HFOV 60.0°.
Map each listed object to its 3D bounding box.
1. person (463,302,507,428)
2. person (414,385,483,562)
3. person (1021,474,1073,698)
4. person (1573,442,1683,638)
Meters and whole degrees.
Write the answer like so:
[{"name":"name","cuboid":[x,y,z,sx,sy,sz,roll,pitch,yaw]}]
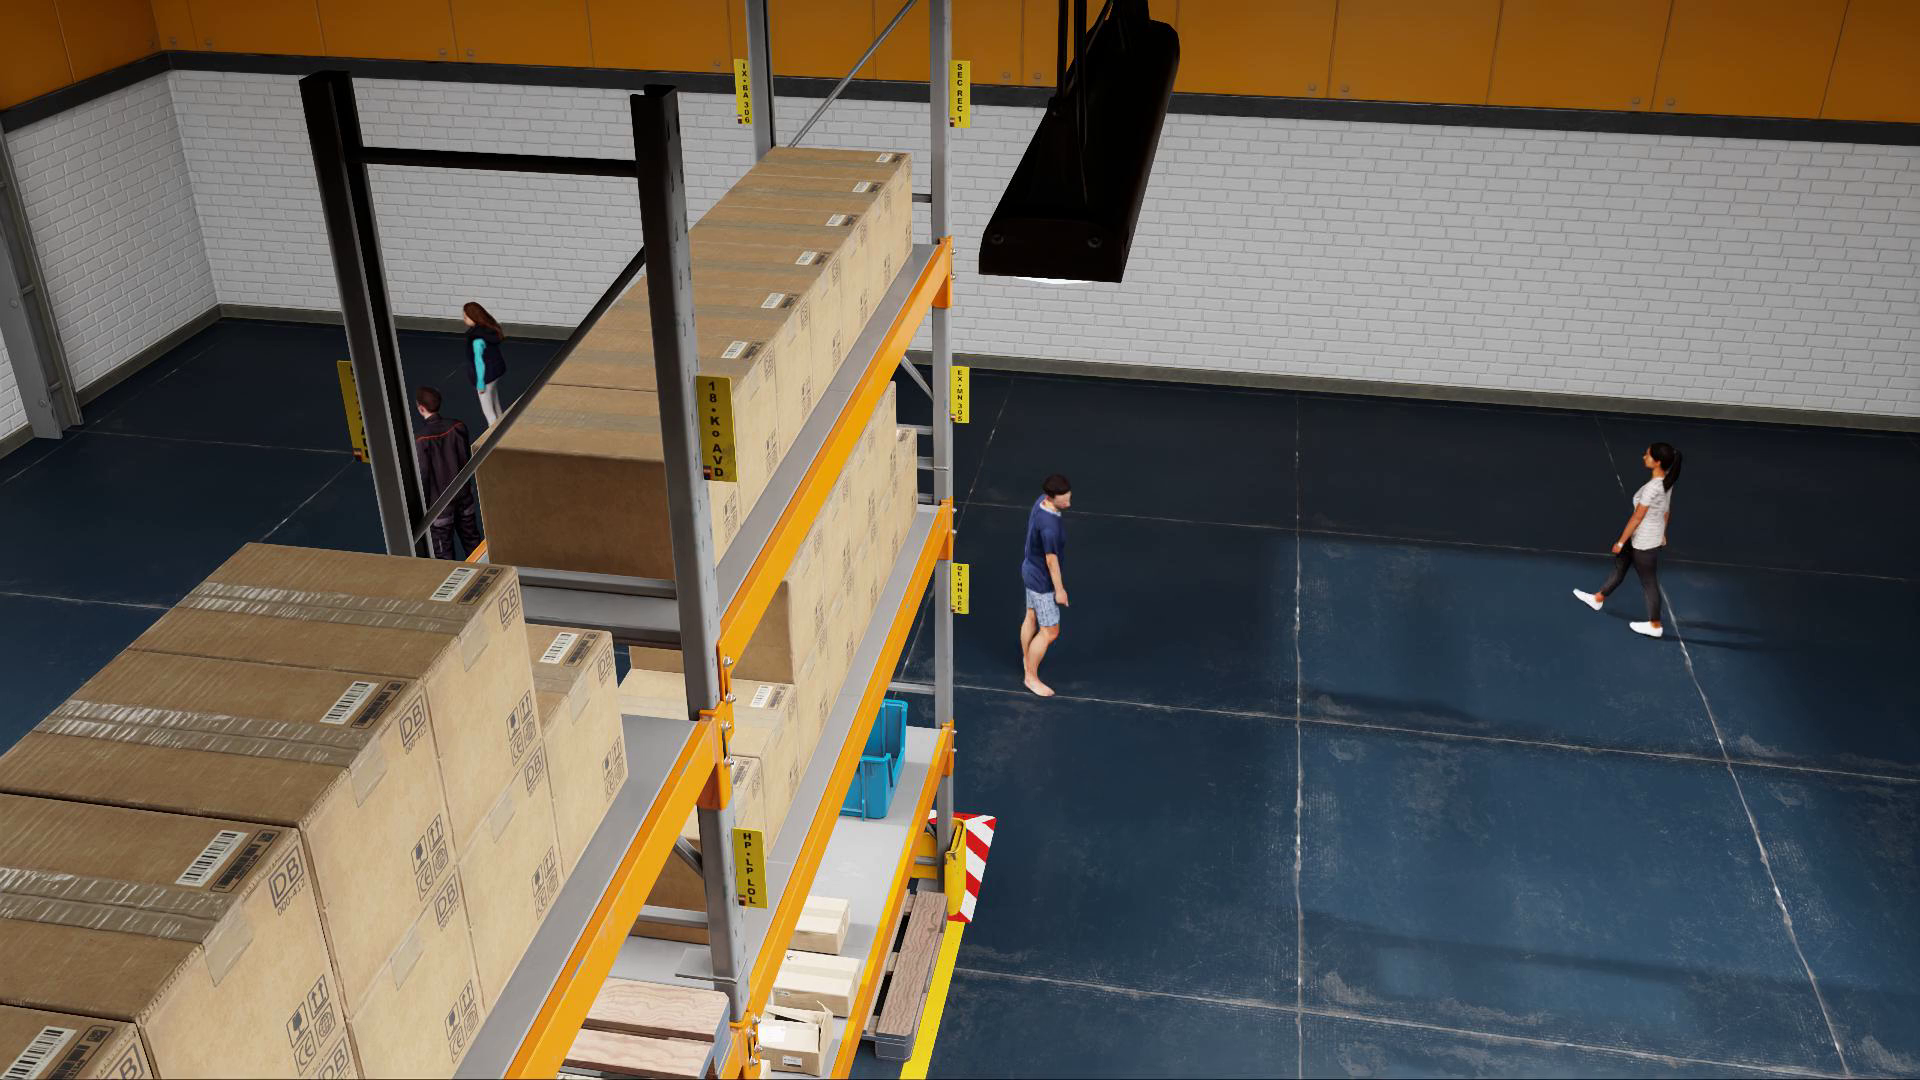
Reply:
[{"name":"person","cuboid":[-4.546,-1.598,16.038,0.687,1.499,0.598,-1,29,-3]},{"name":"person","cuboid":[-4.110,-0.348,13.313,0.838,1.913,0.712,21,35,34]},{"name":"person","cuboid":[0.579,0.247,12.324,0.905,1.816,0.617,-10,30,-18]},{"name":"person","cuboid":[5.422,0.028,12.941,0.887,1.609,0.999,18,33,30]}]
